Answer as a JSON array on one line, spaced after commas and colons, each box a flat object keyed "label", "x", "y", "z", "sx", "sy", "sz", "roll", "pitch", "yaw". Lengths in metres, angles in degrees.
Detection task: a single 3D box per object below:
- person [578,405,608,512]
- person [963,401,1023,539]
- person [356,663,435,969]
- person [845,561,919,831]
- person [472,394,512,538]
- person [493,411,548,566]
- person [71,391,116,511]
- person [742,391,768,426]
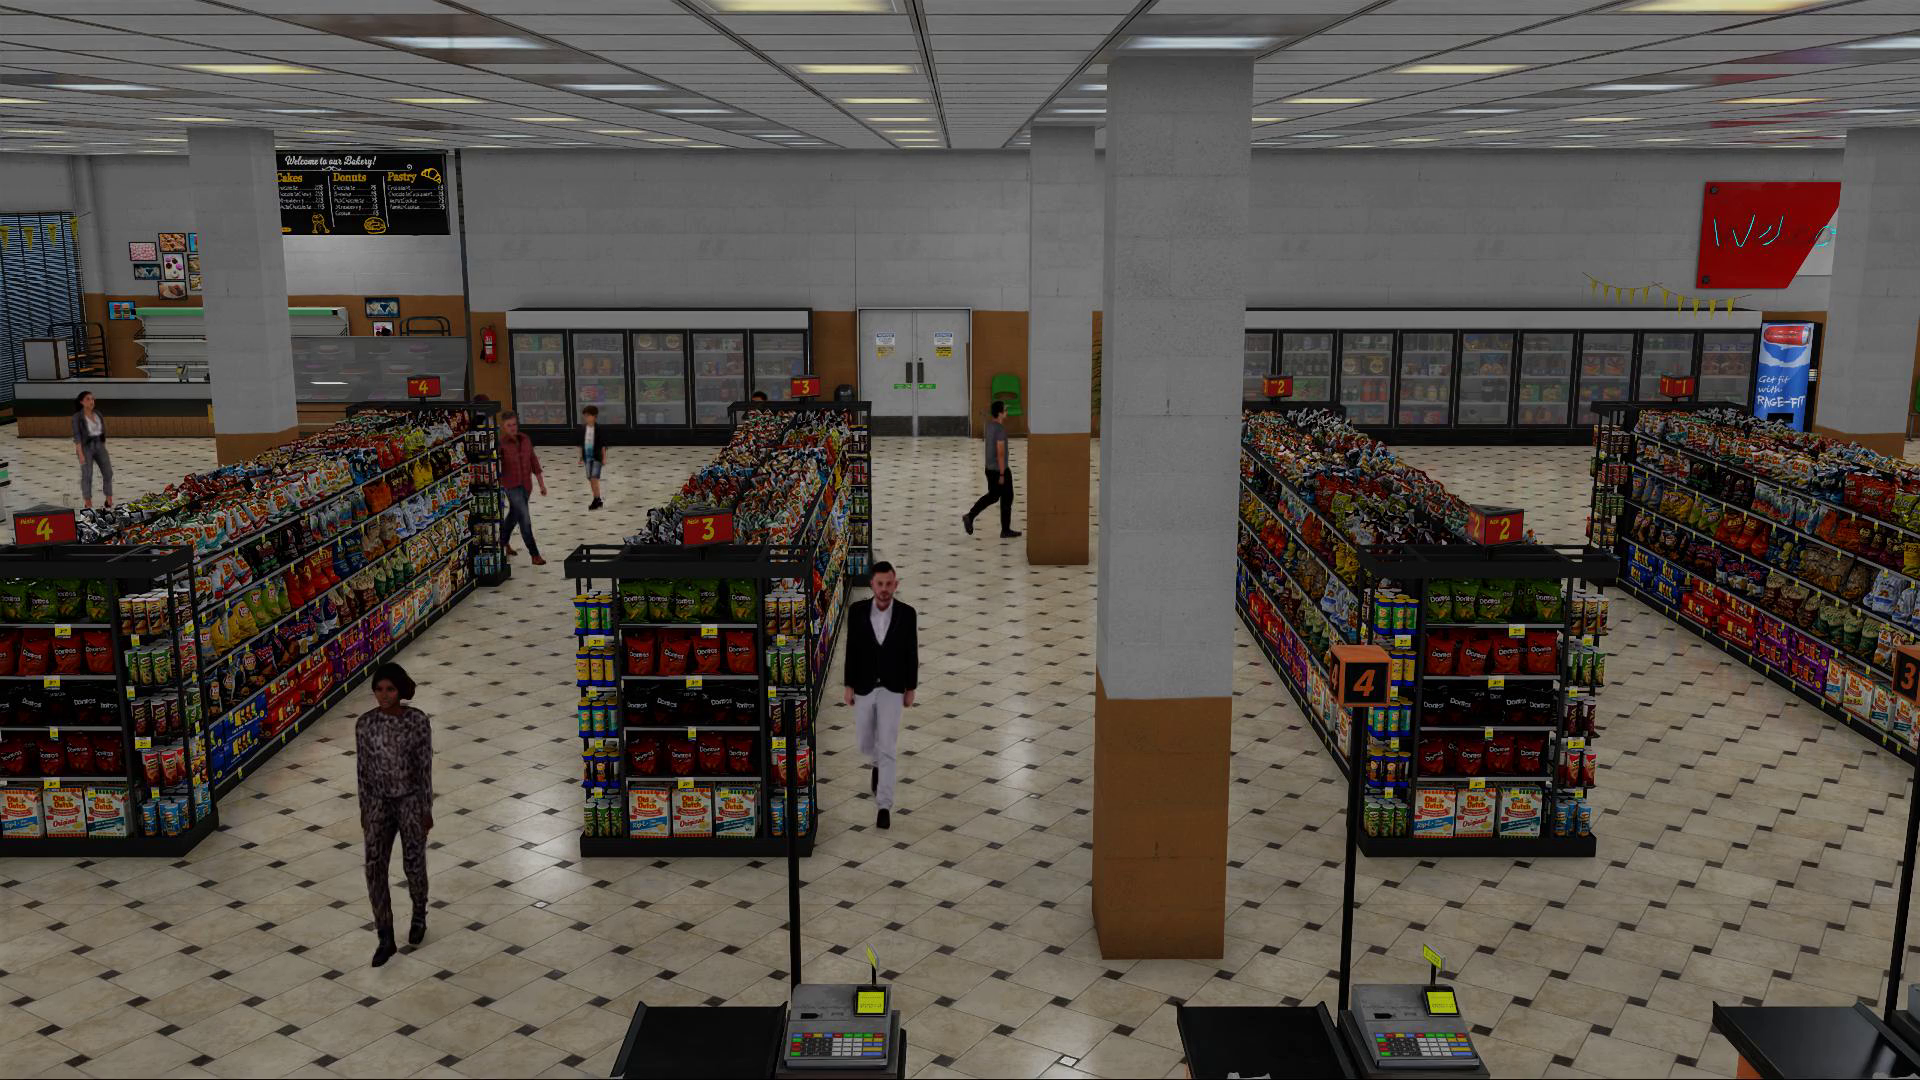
[{"label": "person", "x": -4.977, "y": -1.130, "z": 22.780, "sx": 0.667, "sy": 1.434, "sz": 0.730, "roll": 6, "pitch": 13, "yaw": 26}, {"label": "person", "x": 0.393, "y": -0.863, "z": 20.790, "sx": 0.934, "sy": 1.733, "sz": 1.007, "roll": -5, "pitch": 13, "yaw": -24}, {"label": "person", "x": -3.202, "y": 1.521, "z": 9.562, "sx": 0.635, "sy": 1.693, "sz": 0.838, "roll": -1, "pitch": 12, "yaw": -5}, {"label": "person", "x": -0.552, "y": 1.031, "z": 11.574, "sx": 0.734, "sy": 1.824, "sz": 1.067, "roll": 1, "pitch": 12, "yaw": 5}, {"label": "person", "x": -5.973, "y": -0.935, "z": 20.904, "sx": 0.785, "sy": 1.827, "sz": 0.716, "roll": -11, "pitch": 16, "yaw": -41}, {"label": "person", "x": -5.235, "y": -0.603, "z": 19.444, "sx": 1.251, "sy": 1.778, "sz": 1.284, "roll": 8, "pitch": 14, "yaw": 33}, {"label": "person", "x": -11.787, "y": -1.176, "z": 22.458, "sx": 0.879, "sy": 1.657, "sz": 0.843, "roll": 6, "pitch": 13, "yaw": 26}, {"label": "person", "x": -2.596, "y": -1.057, "z": 21.627, "sx": 0.727, "sy": 1.767, "sz": 0.839, "roll": 2, "pitch": 12, "yaw": 8}]
